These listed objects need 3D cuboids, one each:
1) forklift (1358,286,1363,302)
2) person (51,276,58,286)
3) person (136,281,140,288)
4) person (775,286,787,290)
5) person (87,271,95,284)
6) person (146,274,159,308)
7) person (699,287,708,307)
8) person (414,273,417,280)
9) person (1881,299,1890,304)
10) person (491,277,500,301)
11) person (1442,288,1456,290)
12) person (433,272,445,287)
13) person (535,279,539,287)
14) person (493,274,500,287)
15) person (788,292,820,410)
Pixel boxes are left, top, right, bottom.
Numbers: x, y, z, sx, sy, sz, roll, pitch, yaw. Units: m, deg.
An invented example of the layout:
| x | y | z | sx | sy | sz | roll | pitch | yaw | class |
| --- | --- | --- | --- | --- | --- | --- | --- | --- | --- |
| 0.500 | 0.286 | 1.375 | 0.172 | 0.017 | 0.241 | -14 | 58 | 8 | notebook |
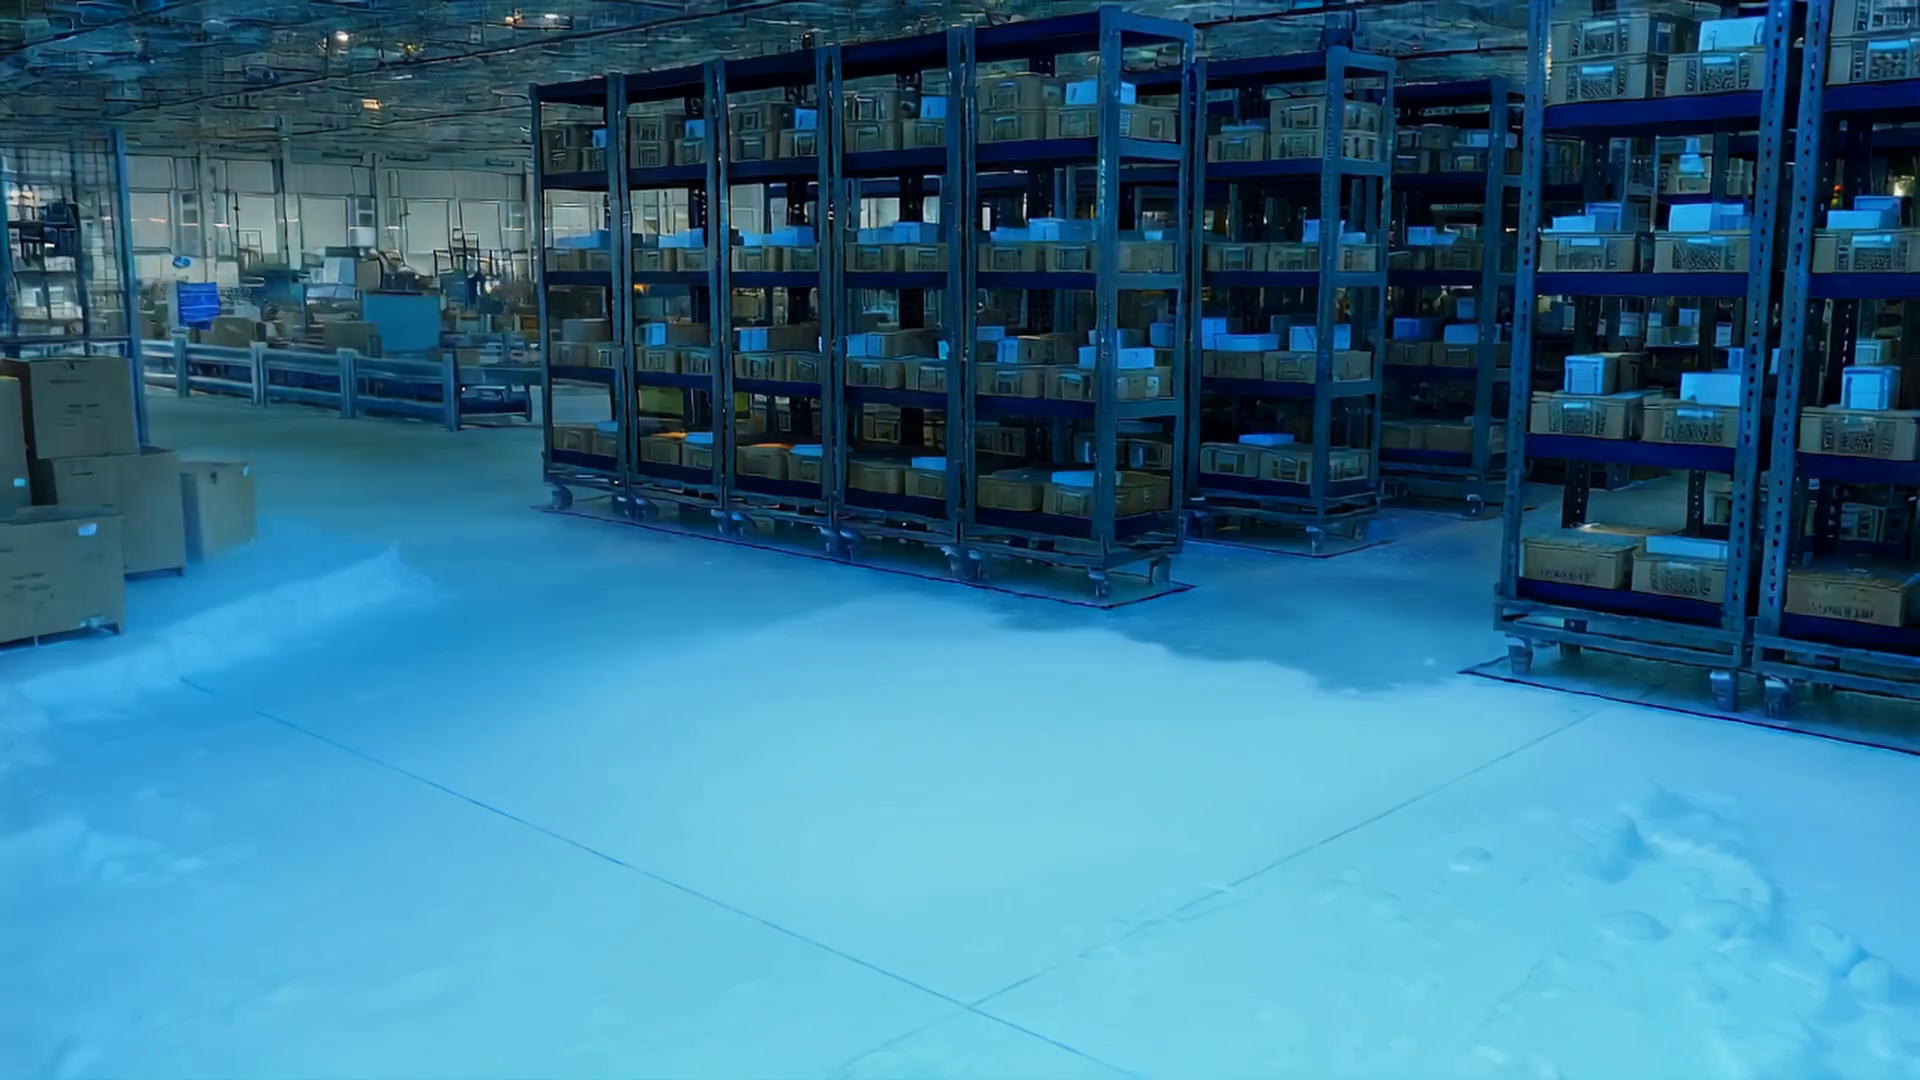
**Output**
| x | y | z | sx | sy | sz | roll | pitch | yaw | class |
| --- | --- | --- | --- | --- | --- | --- | --- | --- | --- |
| 11.100 | -7.017 | 46.970 | 1.873 | 2.768 | 1.129 | 9 | 13 | 43 | forklift |
| -38.319 | -10.405 | 70.640 | 0.627 | 1.933 | 0.372 | -2 | 9 | -12 | person |
| -32.699 | -9.623 | 65.830 | 0.551 | 1.934 | 0.373 | 6 | 11 | 33 | person |
| -7.275 | -10.018 | 68.159 | 0.614 | 1.963 | 0.362 | -6 | 11 | -33 | person |
| -41.480 | -11.858 | 79.500 | 0.389 | 1.946 | 0.614 | -6 | 11 | -32 | person |
| -38.392 | -11.736 | 79.170 | 0.631 | 1.815 | 0.793 | 3 | 10 | 19 | person |
| -7.557 | -6.788 | 49.078 | 0.550 | 1.731 | 0.812 | -8 | 12 | -40 | person |
| -21.528 | -9.568 | 65.525 | 0.569 | 1.924 | 0.496 | 9 | 13 | 42 | person |
| 22.827 | -5.618 | 41.258 | 0.351 | 1.942 | 0.547 | -2 | 9 | -12 | person |
| -16.570 | -8.496 | 59.443 | 0.320 | 1.769 | 0.523 | 0 | 9 | -3 | person |
| 17.844 | -8.724 | 60.551 | 0.644 | 1.859 | 0.979 | 9 | 13 | 43 | person |
| -18.611 | -8.563 | 59.316 | 0.690 | 1.954 | 0.627 | -6 | 11 | -32 | person |
| -20.586 | -12.066 | 80.995 | 0.642 | 1.877 | 0.602 | -3 | 10 | -20 | person |
| -20.903 | -11.090 | 75.110 | 0.326 | 1.842 | 0.517 | -3 | 10 | -19 | person |
| -1.717 | -1.920 | 18.983 | 0.758 | 1.812 | 0.594 | -8 | 12 | -40 | person |
